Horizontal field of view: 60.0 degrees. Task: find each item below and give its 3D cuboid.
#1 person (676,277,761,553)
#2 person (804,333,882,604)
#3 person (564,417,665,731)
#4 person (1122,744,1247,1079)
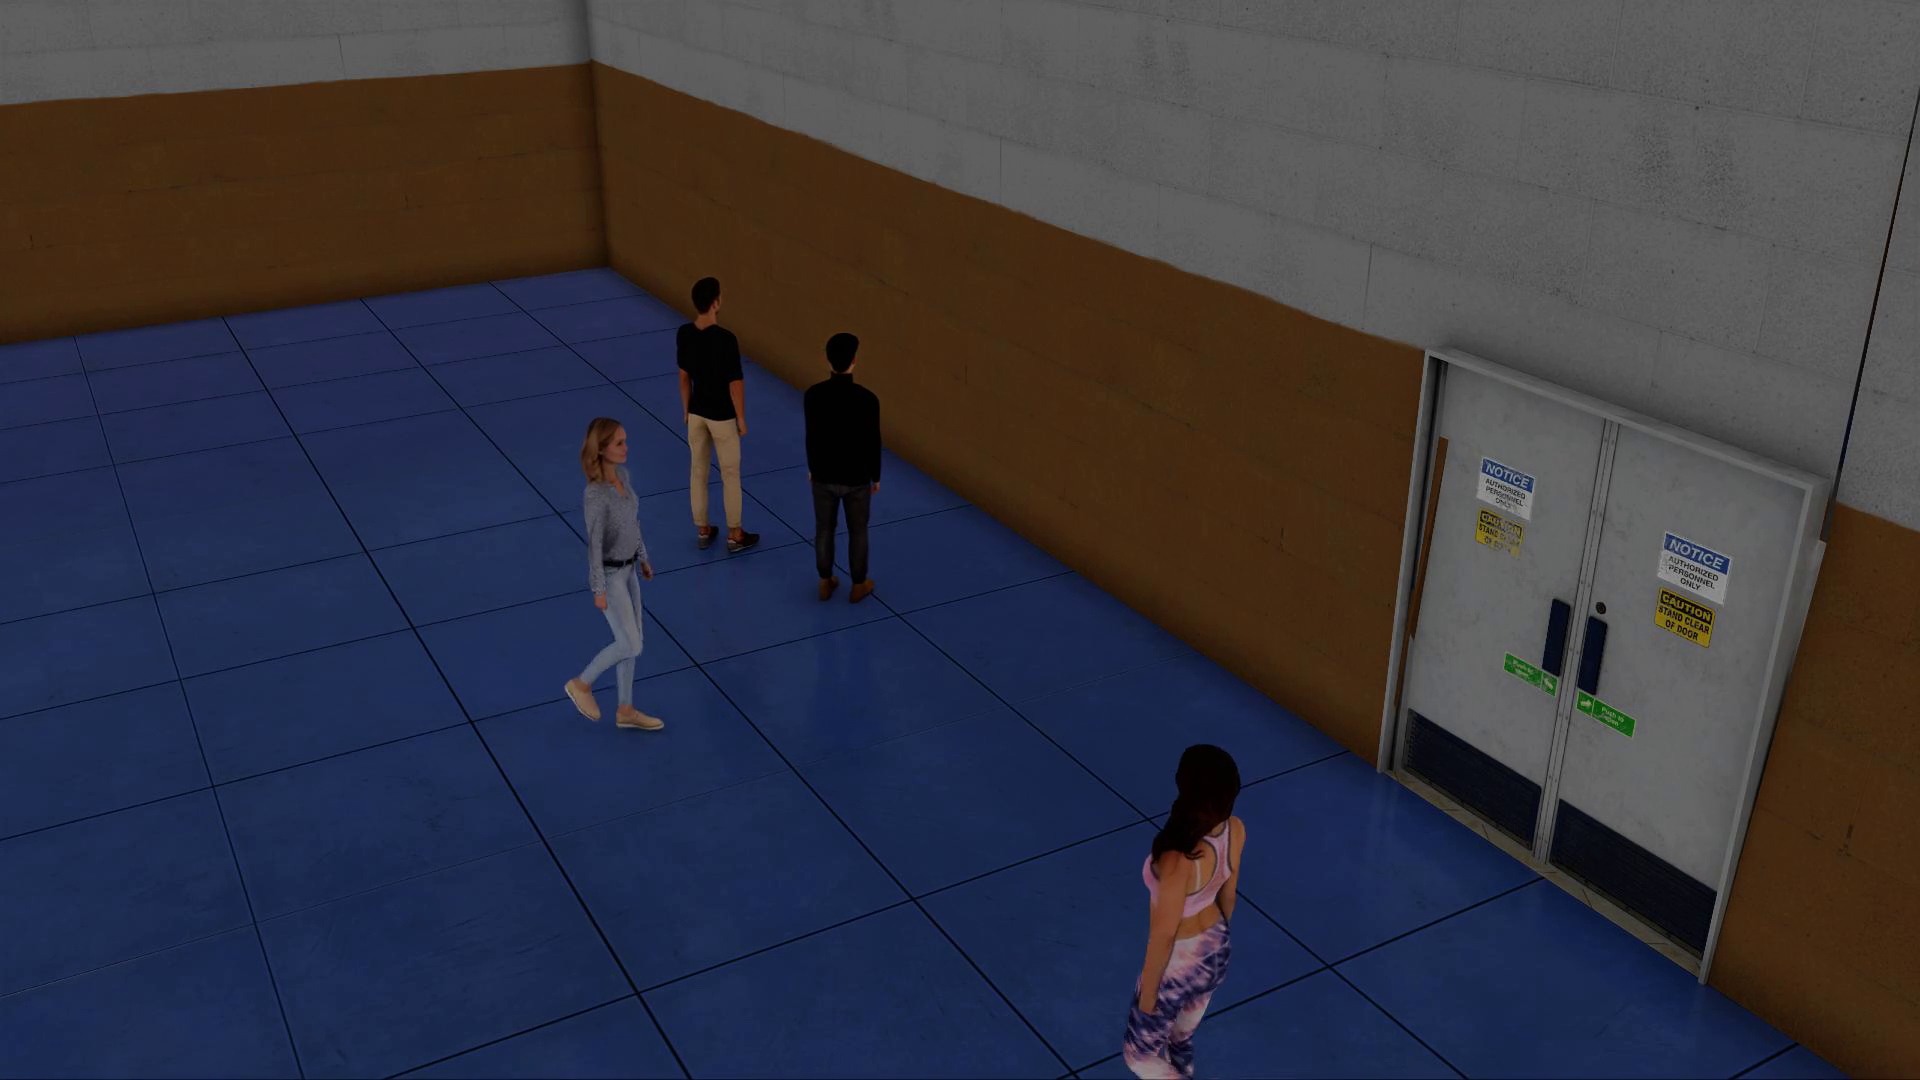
[{"bbox_3d":[-1.636,-0.826,11.018,0.707,1.858,0.727,11,26,23],"label":"person"},{"bbox_3d":[-0.741,-0.440,10.339,0.682,1.720,0.767,4,24,8],"label":"person"},{"bbox_3d":[-1.896,0.203,8.796,0.894,1.779,0.822,4,24,10],"label":"person"},{"bbox_3d":[0.838,1.527,5.797,0.788,1.758,0.863,21,31,40],"label":"person"}]
